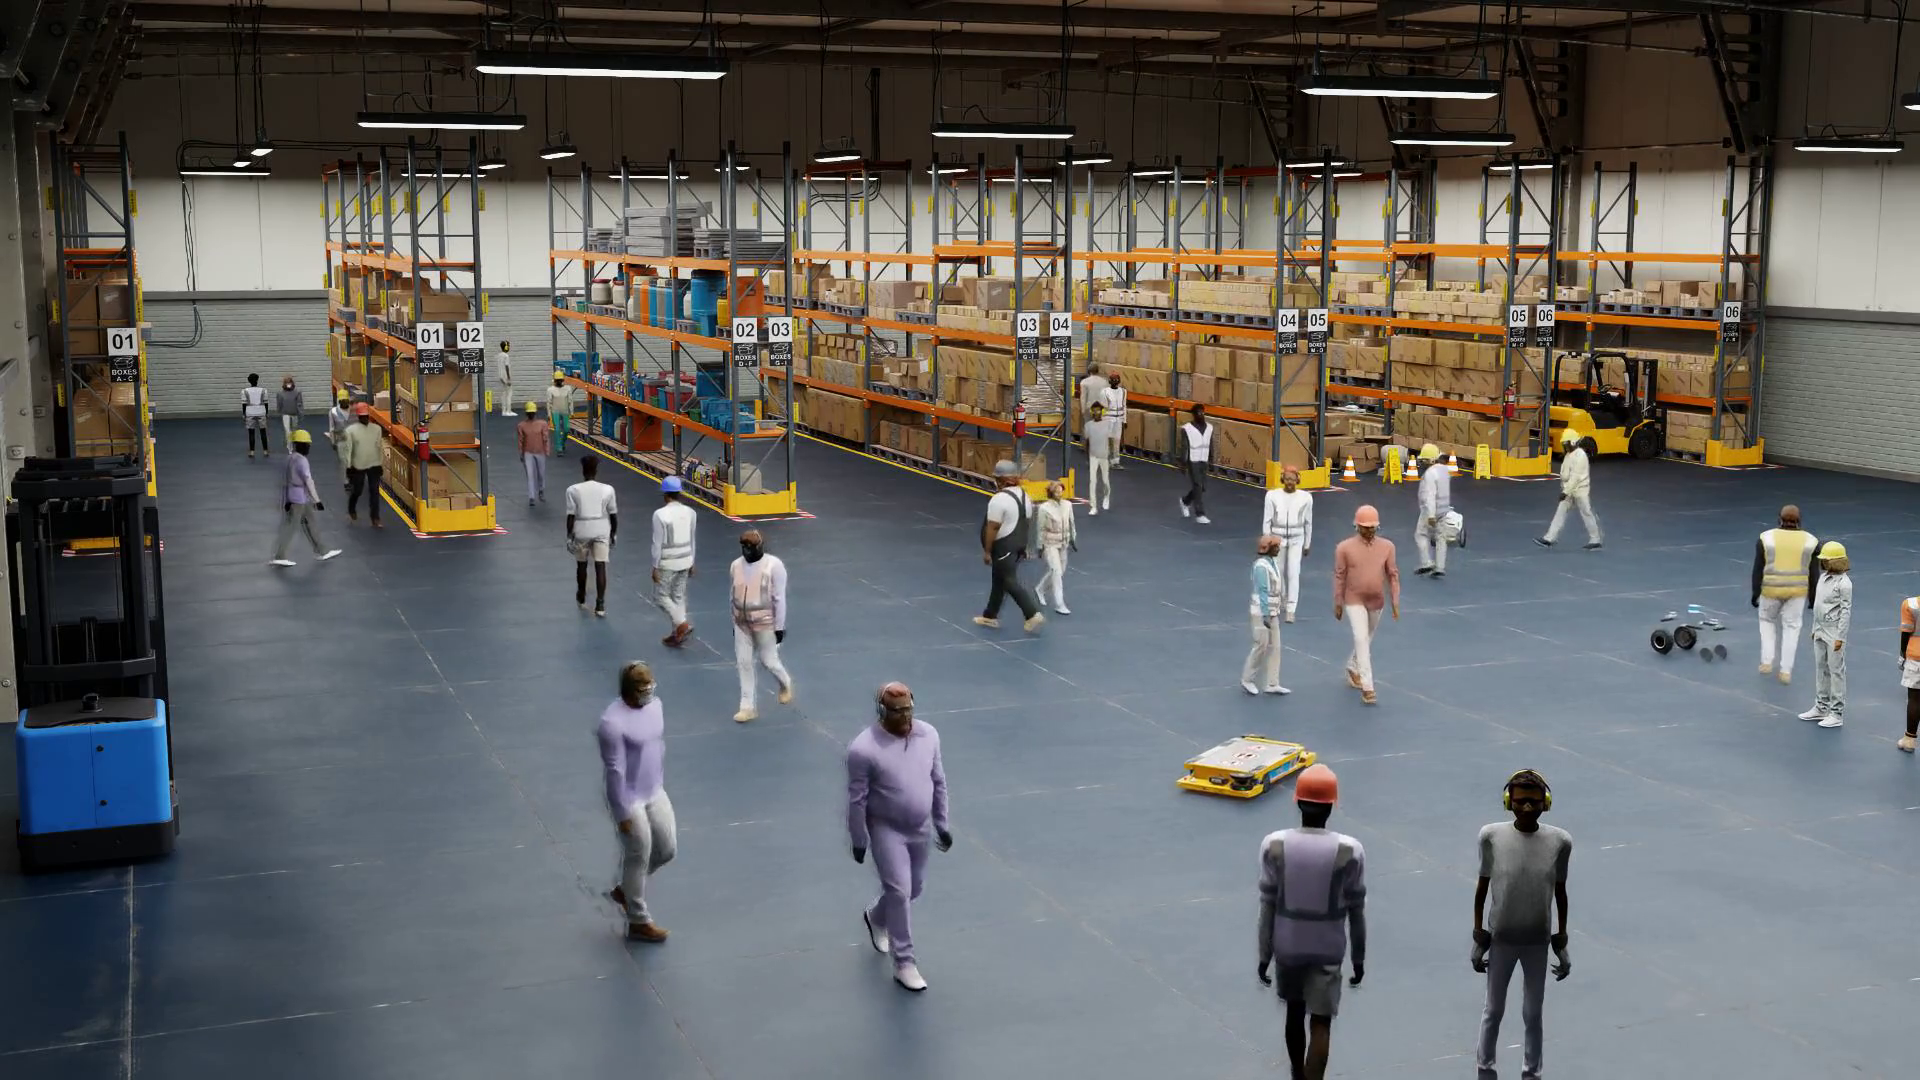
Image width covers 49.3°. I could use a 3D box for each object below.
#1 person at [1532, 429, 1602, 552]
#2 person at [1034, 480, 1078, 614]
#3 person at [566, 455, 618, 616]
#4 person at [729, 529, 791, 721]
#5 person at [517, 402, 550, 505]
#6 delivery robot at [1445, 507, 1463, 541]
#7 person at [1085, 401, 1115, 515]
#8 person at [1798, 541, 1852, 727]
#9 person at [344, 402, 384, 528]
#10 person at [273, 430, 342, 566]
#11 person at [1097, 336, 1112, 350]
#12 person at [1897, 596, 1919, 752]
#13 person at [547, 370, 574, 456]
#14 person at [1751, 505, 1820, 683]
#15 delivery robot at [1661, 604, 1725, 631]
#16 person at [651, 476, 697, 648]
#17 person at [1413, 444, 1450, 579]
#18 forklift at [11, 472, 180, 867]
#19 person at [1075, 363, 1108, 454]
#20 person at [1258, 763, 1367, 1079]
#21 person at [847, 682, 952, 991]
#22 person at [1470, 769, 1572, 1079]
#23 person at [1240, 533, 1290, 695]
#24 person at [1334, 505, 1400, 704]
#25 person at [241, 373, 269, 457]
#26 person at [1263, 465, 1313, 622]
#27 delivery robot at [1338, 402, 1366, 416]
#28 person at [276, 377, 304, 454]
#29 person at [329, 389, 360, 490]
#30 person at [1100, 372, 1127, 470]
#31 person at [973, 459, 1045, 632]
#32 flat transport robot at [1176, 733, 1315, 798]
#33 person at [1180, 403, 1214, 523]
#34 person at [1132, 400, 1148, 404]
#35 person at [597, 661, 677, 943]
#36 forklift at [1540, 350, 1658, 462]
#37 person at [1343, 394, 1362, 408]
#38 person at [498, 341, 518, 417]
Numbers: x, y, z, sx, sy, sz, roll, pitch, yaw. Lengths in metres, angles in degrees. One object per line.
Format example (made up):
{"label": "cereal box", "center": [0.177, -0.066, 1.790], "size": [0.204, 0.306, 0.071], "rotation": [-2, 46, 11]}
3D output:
{"label": "person", "center": [8.818, -0.713, 30.167], "size": [0.982, 1.766, 0.587], "rotation": [-1, 9, -6]}
{"label": "person", "center": [1.135, 0.059, 25.538], "size": [0.518, 1.612, 0.734], "rotation": [-7, 11, -40]}
{"label": "person", "center": [-4.482, -0.082, 25.466], "size": [0.638, 1.913, 0.990], "rotation": [-2, 9, -15]}
{"label": "person", "center": [-1.902, 0.788, 19.962], "size": [0.631, 1.830, 0.662], "rotation": [4, 9, 25]}
{"label": "person", "center": [-7.214, -1.491, 35.452], "size": [0.531, 1.738, 0.797], "rotation": [-2, 9, -10]}
{"label": "delivery robot", "center": [7.229, -0.246, 30.908], "size": [0.477, 0.478, 0.707], "rotation": [2, 9, 16]}
{"label": "person", "center": [2.298, -1.363, 34.249], "size": [0.520, 1.849, 0.815], "rotation": [2, 9, 13]}
{"label": "person", "center": [8.164, 0.872, 19.681], "size": [0.298, 1.744, 0.486], "rotation": [-1, 9, -9]}
{"label": "person", "center": [-9.342, -1.197, 32.753], "size": [0.622, 1.968, 0.822], "rotation": [-6, 11, -36]}
{"label": "person", "center": [-9.097, -0.586, 28.984], "size": [1.003, 1.871, 0.595], "rotation": [-5, 10, -30]}
{"label": "person", "center": [3.733, -4.266, 53.426], "size": [0.648, 1.887, 0.636], "rotation": [-3, 9, -19]}
{"label": "person", "center": [8.632, 1.048, 18.663], "size": [0.535, 1.697, 0.318], "rotation": [1, 9, 7]}
{"label": "person", "center": [-8.151, -2.586, 42.705], "size": [0.544, 1.751, 0.359], "rotation": [-3, 9, -20]}
{"label": "person", "center": [8.528, 0.535, 21.670], "size": [0.667, 1.817, 0.679], "rotation": [2, 9, 15]}
{"label": "delivery robot", "center": [8.026, 0.823, 22.918], "size": [0.335, 0.223, 0.698], "rotation": [-6, 10, -35]}
{"label": "person", "center": [-3.148, 0.251, 23.197], "size": [0.501, 1.927, 0.629], "rotation": [7, 11, 40]}
{"label": "person", "center": [6.259, -0.386, 27.868], "size": [0.575, 1.804, 0.548], "rotation": [-7, 11, -38]}
{"label": "forklift", "center": [-6.630, 0.886, 15.957], "size": [1.129, 2.768, 1.873], "rotation": [-3, 9, -21]}
{"label": "person", "center": [2.692, -2.659, 42.740], "size": [0.658, 1.882, 1.019], "rotation": [-4, 9, -23]}
{"label": "person", "center": [1.809, 2.124, 10.848], "size": [0.555, 1.905, 0.931], "rotation": [3, 9, 17]}
{"label": "person", "center": [-0.405, 1.791, 13.126], "size": [0.646, 1.876, 0.849], "rotation": [-6, 11, -36]}
{"label": "person", "center": [2.947, 2.112, 10.992], "size": [0.518, 1.873, 0.328], "rotation": [1, 9, 7]}
{"label": "person", "center": [3.043, 0.746, 20.931], "size": [0.499, 1.613, 0.603], "rotation": [4, 9, 25]}
{"label": "person", "center": [4.053, 0.594, 20.941], "size": [0.620, 1.935, 1.075], "rotation": [-1, 9, -7]}
{"label": "person", "center": [-14.326, -2.541, 42.580], "size": [0.537, 1.698, 0.321], "rotation": [-4, 9, -24]}
{"label": "person", "center": [3.919, 0.013, 25.041], "size": [0.578, 1.860, 0.728], "rotation": [2, 9, 12]}
{"label": "delivery robot", "center": [9.215, -2.999, 49.262], "size": [0.477, 0.478, 0.707], "rotation": [-5, 10, -30]}
{"label": "person", "center": [-13.774, -2.561, 43.063], "size": [0.506, 1.596, 0.842], "rotation": [-4, 10, -27]}
{"label": "person", "center": [-10.978, -1.824, 37.472], "size": [0.583, 1.801, 0.794], "rotation": [-4, 9, -25]}
{"label": "person", "center": [2.952, -2.288, 40.282], "size": [0.582, 1.882, 0.338], "rotation": [-4, 9, -23]}
{"label": "person", "center": [0.582, 0.055, 24.282], "size": [0.980, 2.000, 0.684], "rotation": [5, 10, 30]}
{"label": "flat transport robot", "center": [2.446, 1.906, 17.812], "size": [0.652, 0.197, 1.431], "rotation": [5, 10, 31]}
{"label": "person", "center": [3.742, -1.241, 33.277], "size": [0.600, 1.893, 0.740], "rotation": [-6, 10, -33]}
{"label": "person", "center": [4.039, -3.290, 46.783], "size": [0.543, 1.939, 0.370], "rotation": [-3, 9, -19]}
{"label": "person", "center": [-2.135, 1.697, 13.660], "size": [0.499, 1.900, 0.670], "rotation": [4, 10, 27]}
{"label": "forklift", "center": [12.897, -2.725, 42.309], "size": [2.313, 2.155, 1.214], "rotation": [-3, 9, -21]}
{"label": "person", "center": [9.425, -3.789, 50.202], "size": [0.645, 1.912, 0.744], "rotation": [-2, 9, -13]}
{"label": "person", "center": [-11.200, -3.988, 51.707], "size": [0.368, 1.860, 0.552], "rotation": [-6, 11, -36]}
